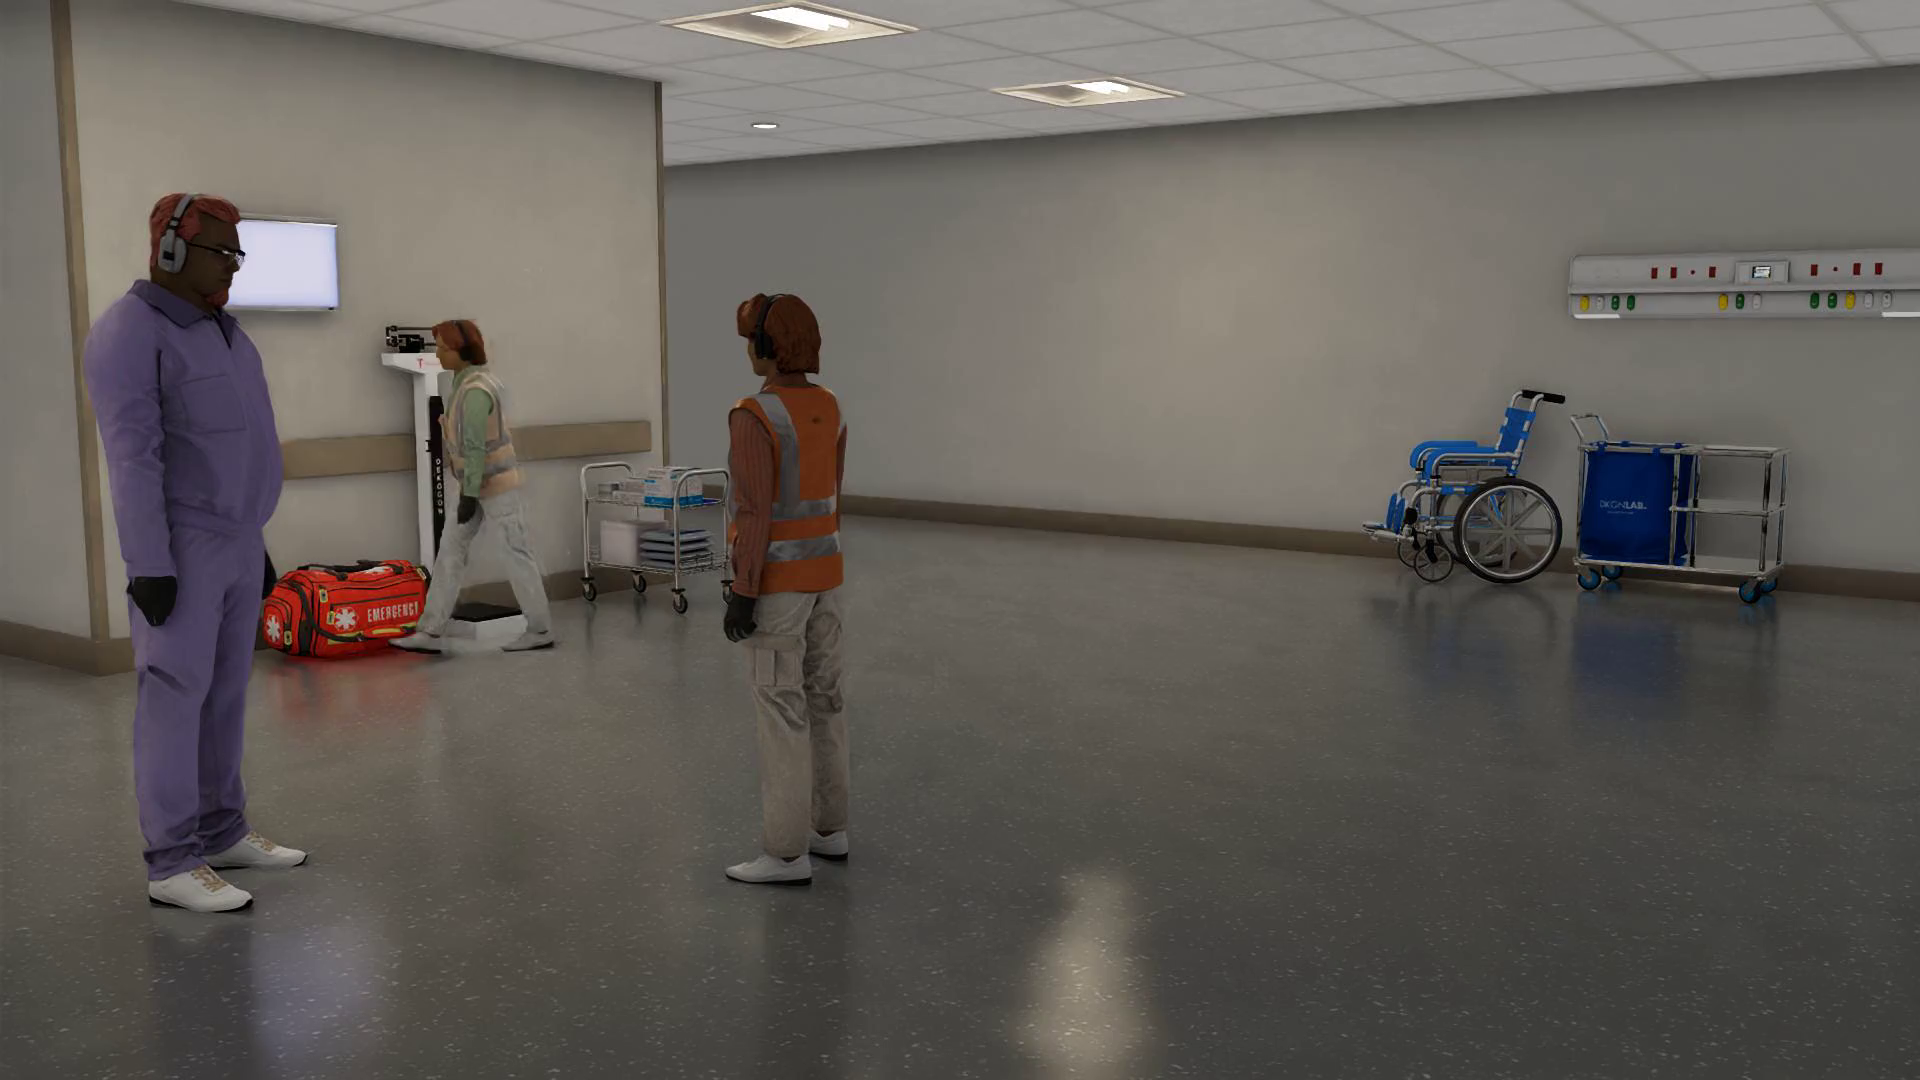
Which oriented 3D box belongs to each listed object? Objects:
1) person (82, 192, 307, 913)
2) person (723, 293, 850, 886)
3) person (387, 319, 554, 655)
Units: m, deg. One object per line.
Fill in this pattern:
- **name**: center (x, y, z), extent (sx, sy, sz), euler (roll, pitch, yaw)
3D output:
- **person**: center (-2.042, 0.025, 4.510), extent (0.409, 1.903, 0.639), euler (0, 7, 1)
- **person**: center (-0.482, 0.137, 4.648), extent (0.308, 1.639, 0.524), euler (3, 8, 25)
- **person**: center (-2.285, -0.233, 7.795), extent (0.801, 1.585, 0.510), euler (-5, 8, -32)
